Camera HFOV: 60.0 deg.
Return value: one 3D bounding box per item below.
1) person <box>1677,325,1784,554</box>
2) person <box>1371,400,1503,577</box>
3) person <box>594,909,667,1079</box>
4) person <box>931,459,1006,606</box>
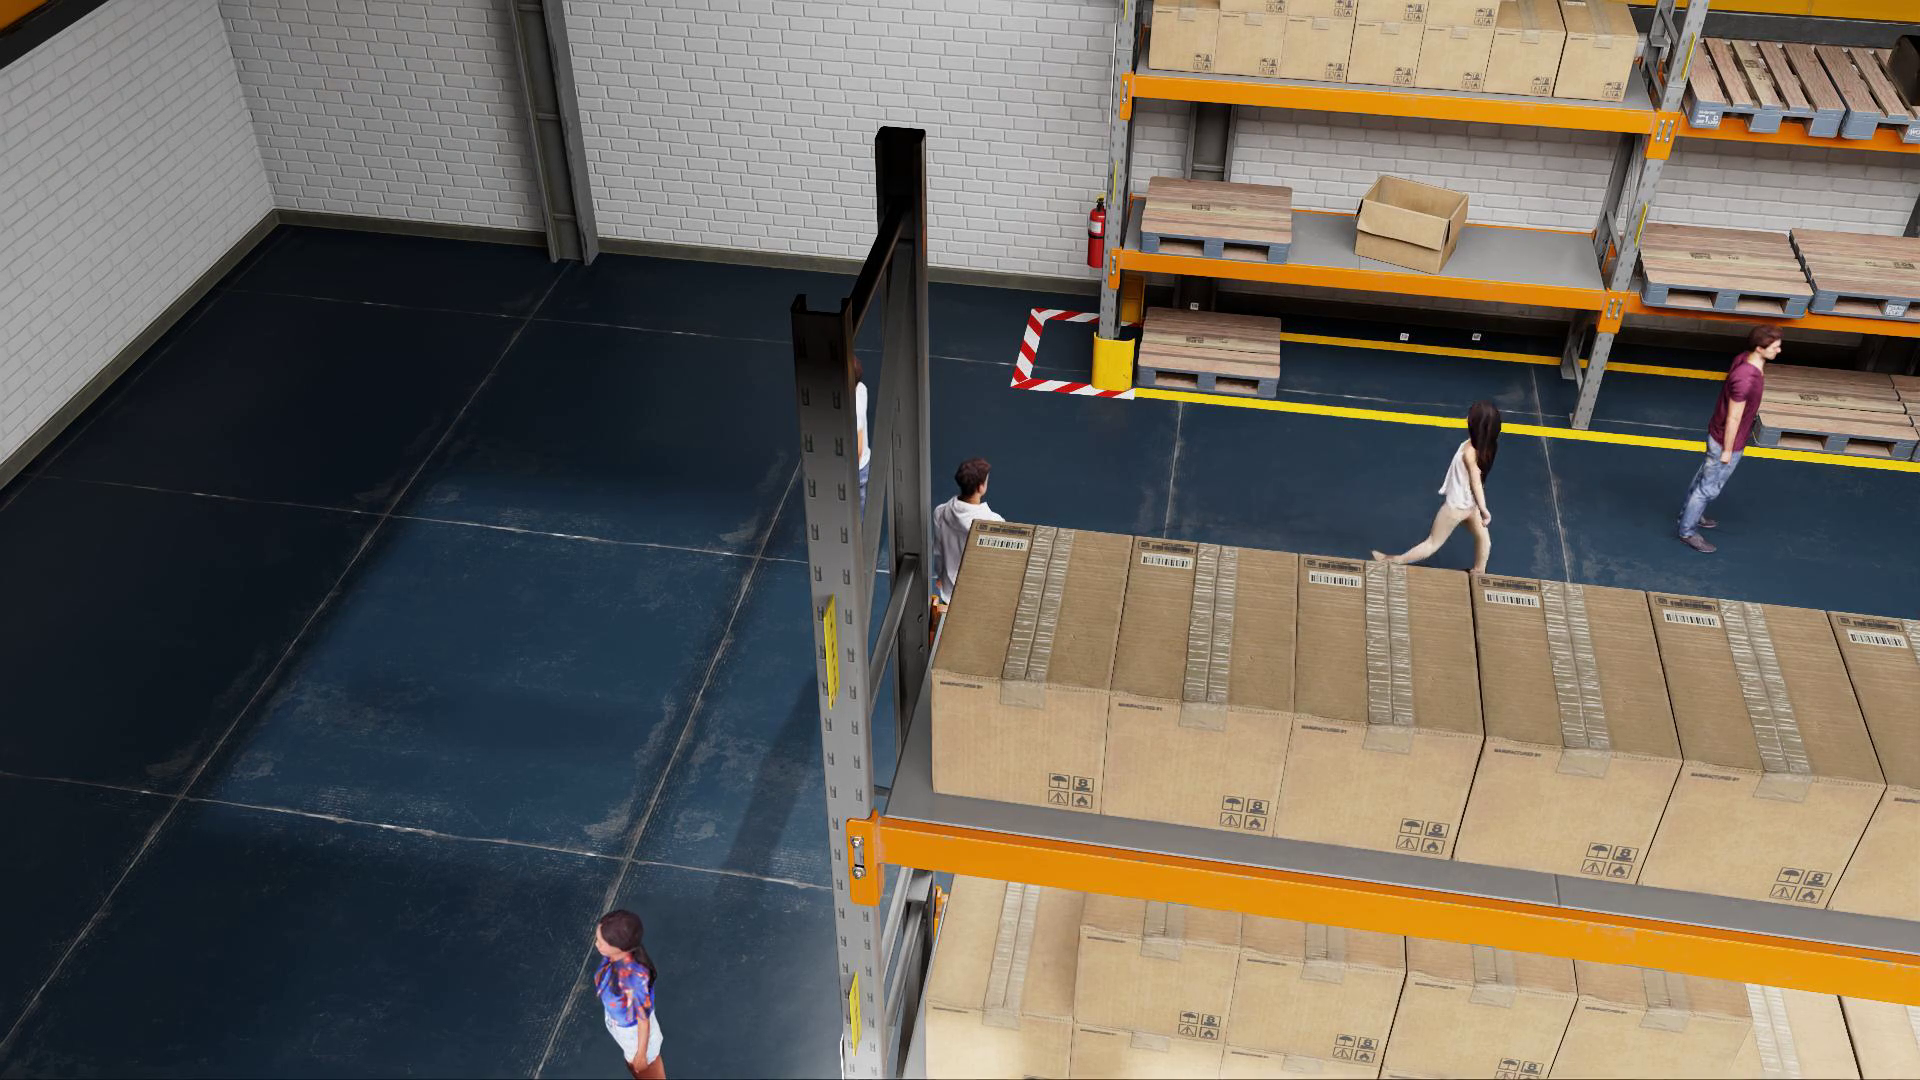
[{"bbox_3d":[5.648,-0.786,12.228,0.616,1.851,0.708,15,41,18],"label":"person"},{"bbox_3d":[3.448,-0.356,11.876,0.754,1.618,1.102,7,39,9],"label":"person"},{"bbox_3d":[-1.610,2.431,8.285,0.696,1.745,0.672,-16,41,-19],"label":"person"},{"bbox_3d":[0.065,0.306,10.799,0.563,1.928,0.771,12,40,14],"label":"person"}]
